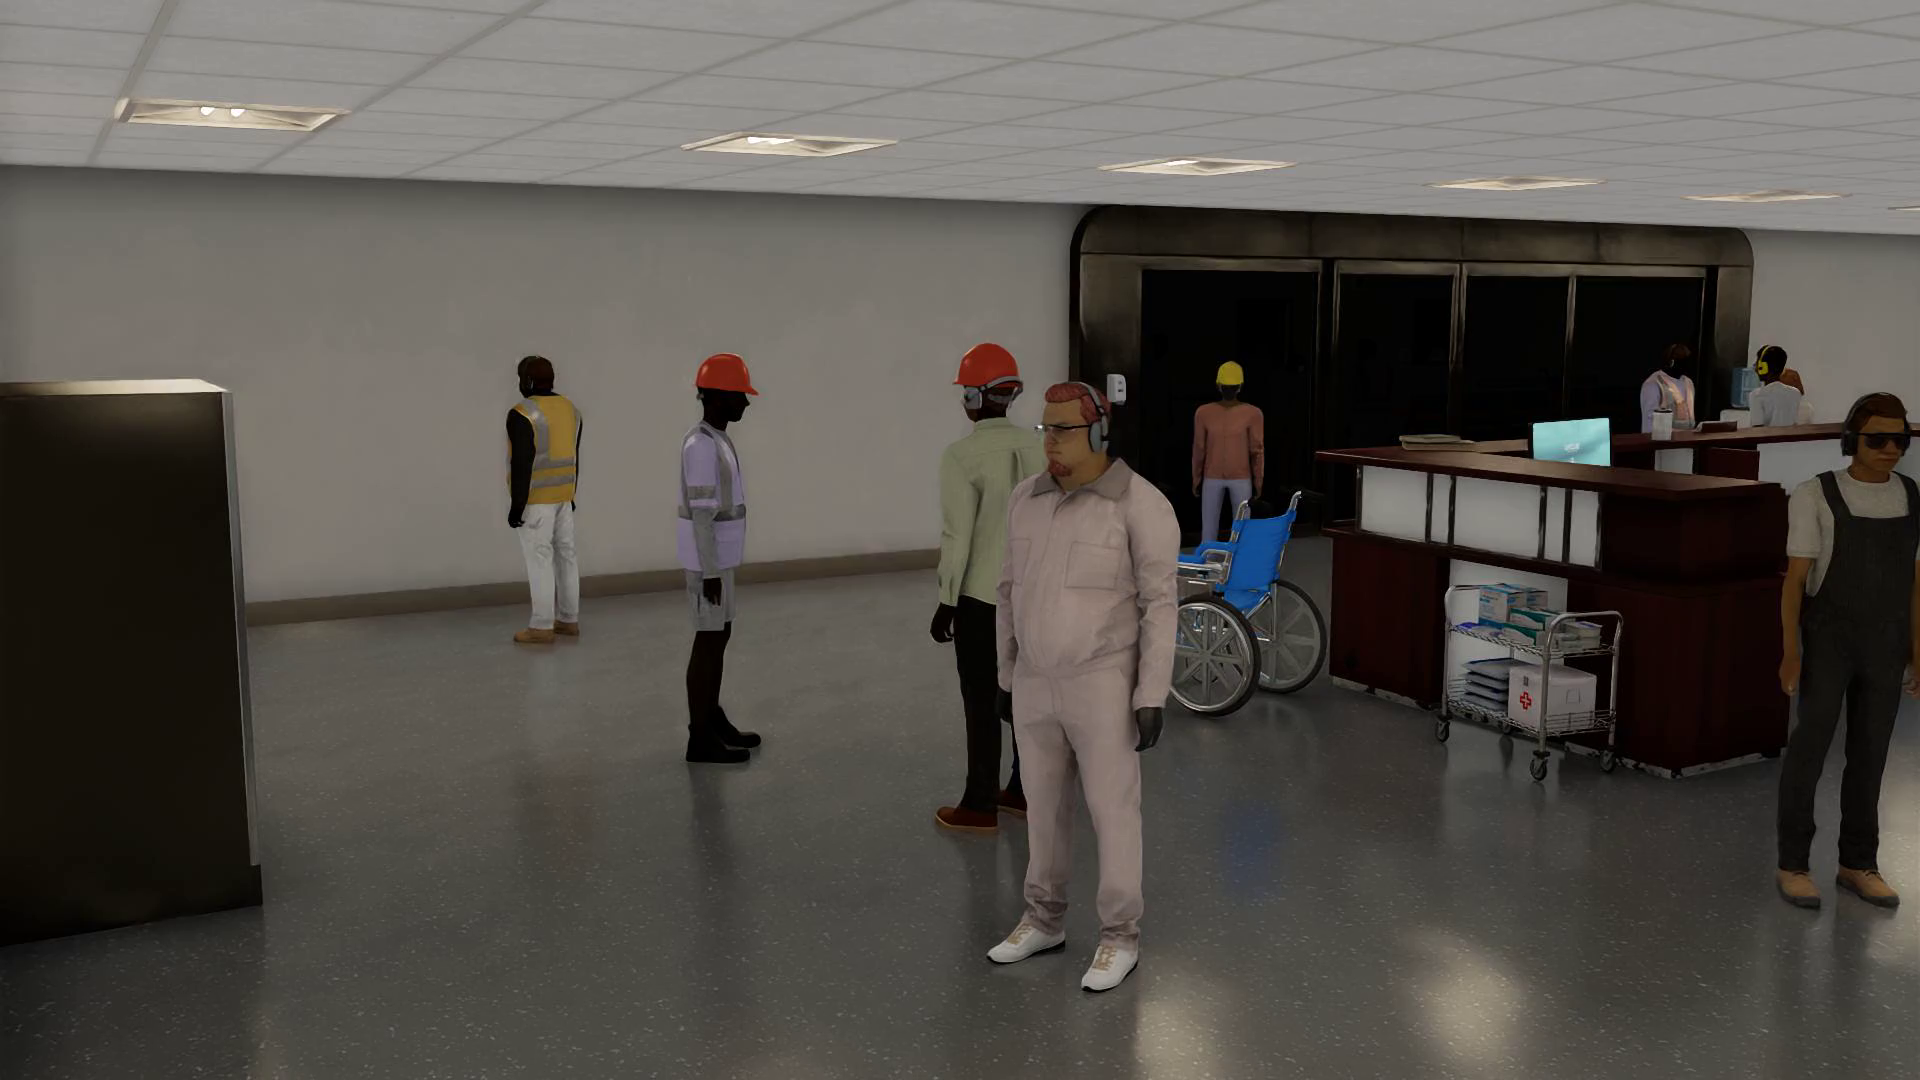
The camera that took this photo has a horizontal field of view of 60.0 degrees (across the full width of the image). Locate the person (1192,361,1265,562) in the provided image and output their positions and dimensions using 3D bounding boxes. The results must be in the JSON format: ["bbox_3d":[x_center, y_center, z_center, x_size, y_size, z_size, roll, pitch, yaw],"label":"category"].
[{"bbox_3d":[2.000,-0.458,12.421,0.535,1.759,0.346,2,8,16],"label":"person"}]

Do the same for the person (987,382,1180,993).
[{"bbox_3d":[0.360,0.455,5.266,0.655,1.906,0.407,6,10,39],"label":"person"}]

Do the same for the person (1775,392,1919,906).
[{"bbox_3d":[3.185,0.393,5.931,0.515,1.842,0.328,0,8,-1],"label":"person"}]

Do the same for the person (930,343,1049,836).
[{"bbox_3d":[0.125,0.201,6.785,0.379,1.996,0.610,8,11,43],"label":"person"}]

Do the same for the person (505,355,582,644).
[{"bbox_3d":[-2.687,-0.259,10.673,0.429,1.842,0.630,4,9,24],"label":"person"}]

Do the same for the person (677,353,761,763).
[{"bbox_3d":[-1.134,0.085,7.874,0.390,1.929,0.545,0,8,1],"label":"person"}]

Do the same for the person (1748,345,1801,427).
[{"bbox_3d":[6.140,-0.544,12.649,0.535,1.864,0.309,-4,9,-24],"label":"person"}]

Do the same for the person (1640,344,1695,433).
[{"bbox_3d":[6.351,-0.840,14.936,0.626,1.832,0.431,-6,10,-35],"label":"person"}]
